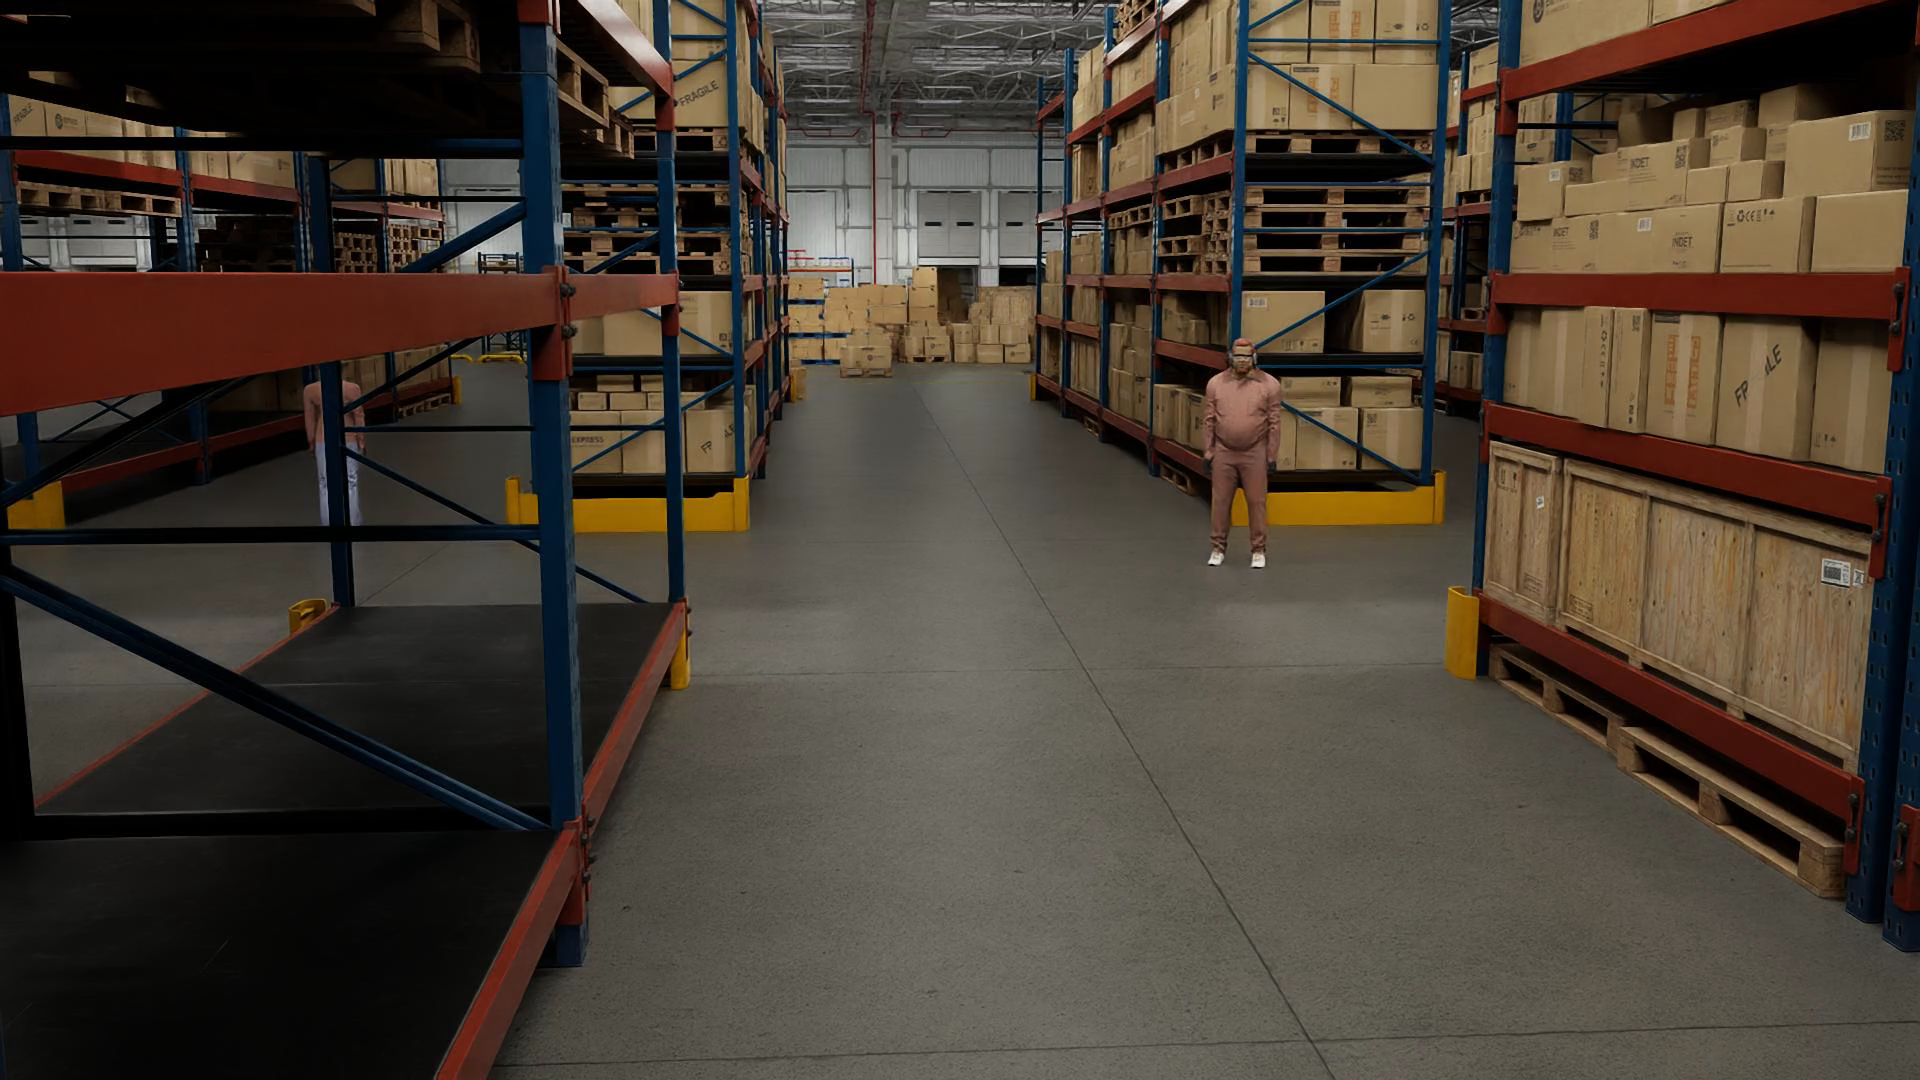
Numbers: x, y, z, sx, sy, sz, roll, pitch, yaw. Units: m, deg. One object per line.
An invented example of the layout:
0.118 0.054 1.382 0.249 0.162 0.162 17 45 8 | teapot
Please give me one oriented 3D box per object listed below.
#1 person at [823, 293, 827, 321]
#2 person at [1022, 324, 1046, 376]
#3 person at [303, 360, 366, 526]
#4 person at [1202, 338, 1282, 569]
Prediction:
-4.447 -7.263 55.088 0.867 1.804 0.640 7 11 36 | person
1.960 -4.783 39.277 0.990 1.884 0.632 -4 10 -24 | person
-5.668 -0.878 15.124 0.525 1.772 0.305 -1 9 -8 | person
2.303 -0.708 13.673 0.642 1.898 0.397 3 10 19 | person
